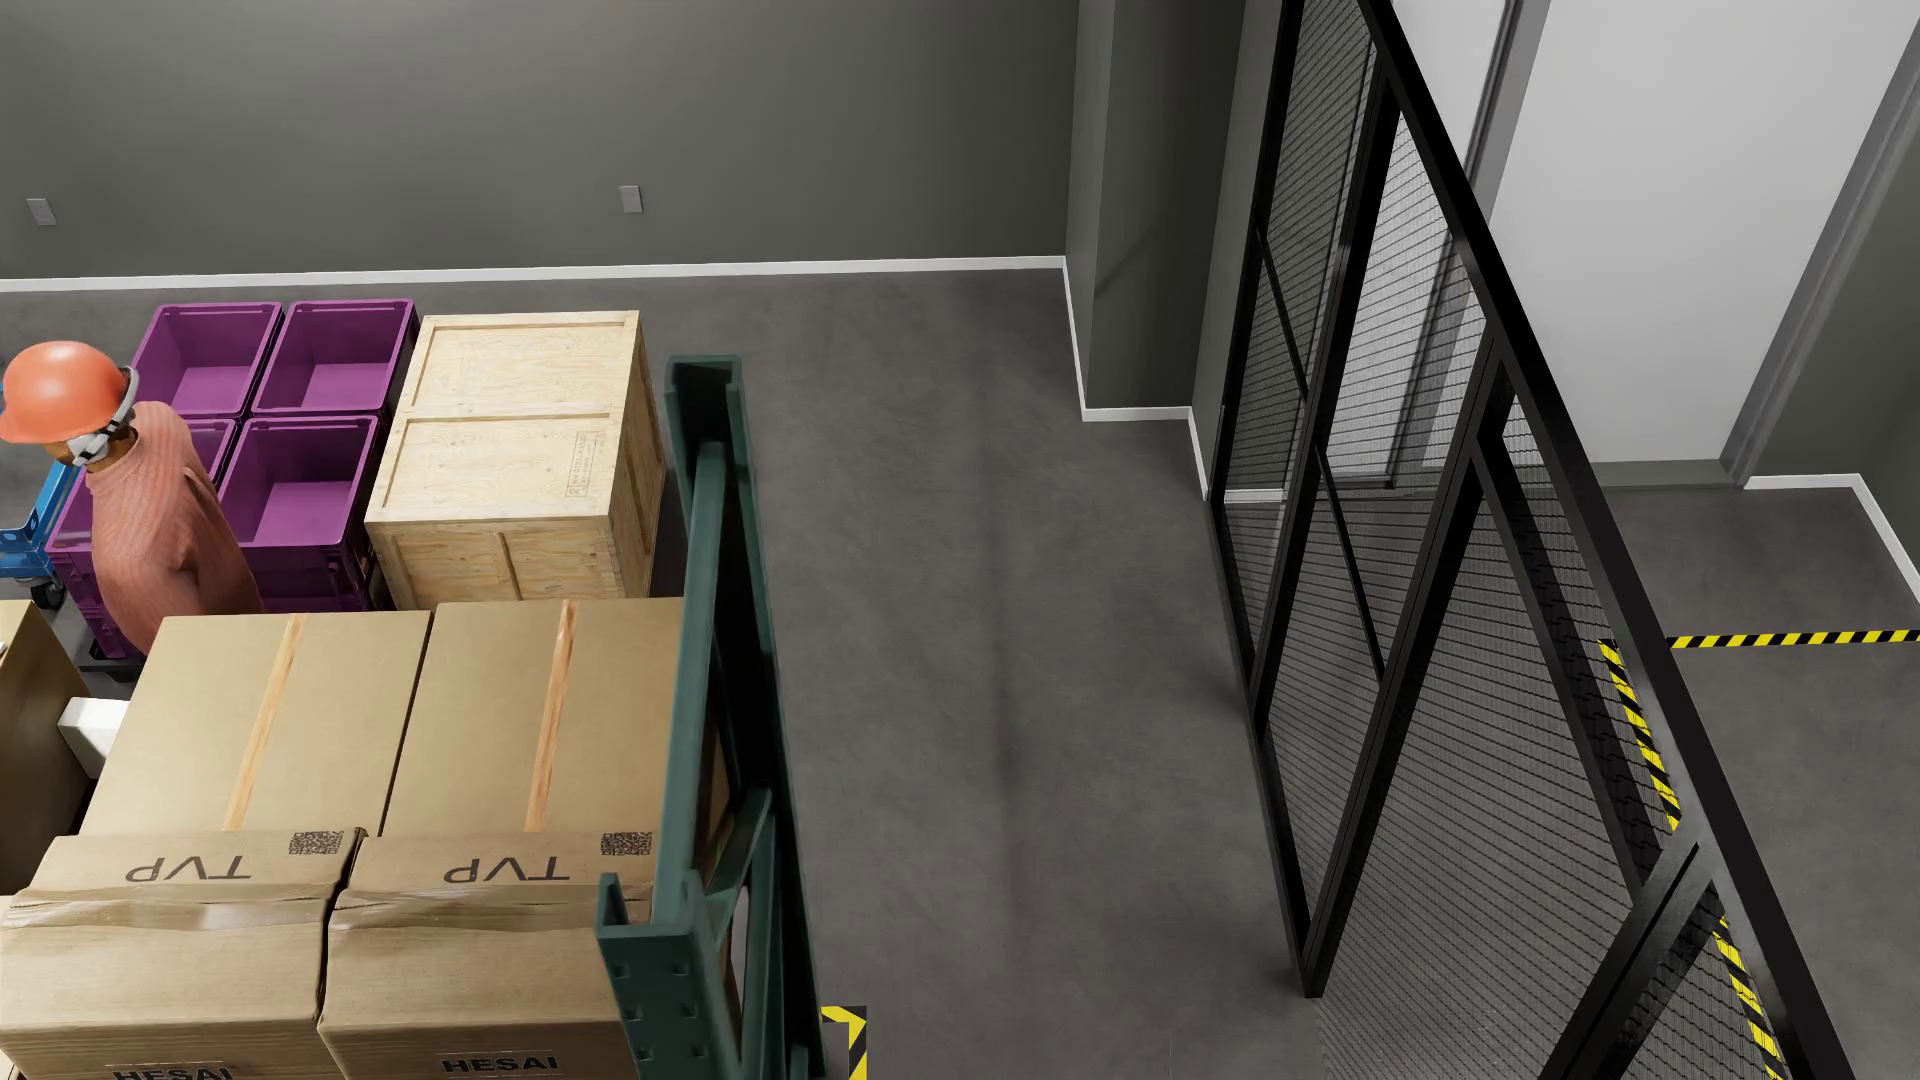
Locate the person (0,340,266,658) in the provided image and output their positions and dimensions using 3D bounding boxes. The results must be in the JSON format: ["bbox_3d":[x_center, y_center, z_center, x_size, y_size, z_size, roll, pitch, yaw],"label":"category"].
[{"bbox_3d":[-2.048,0.252,4.478,0.385,1.993,0.622,-12,48,-11],"label":"person"}]

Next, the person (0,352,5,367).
[{"bbox_3d":[-4.036,-1.278,5.976,0.377,1.940,0.628,-2,46,-2],"label":"person"}]
